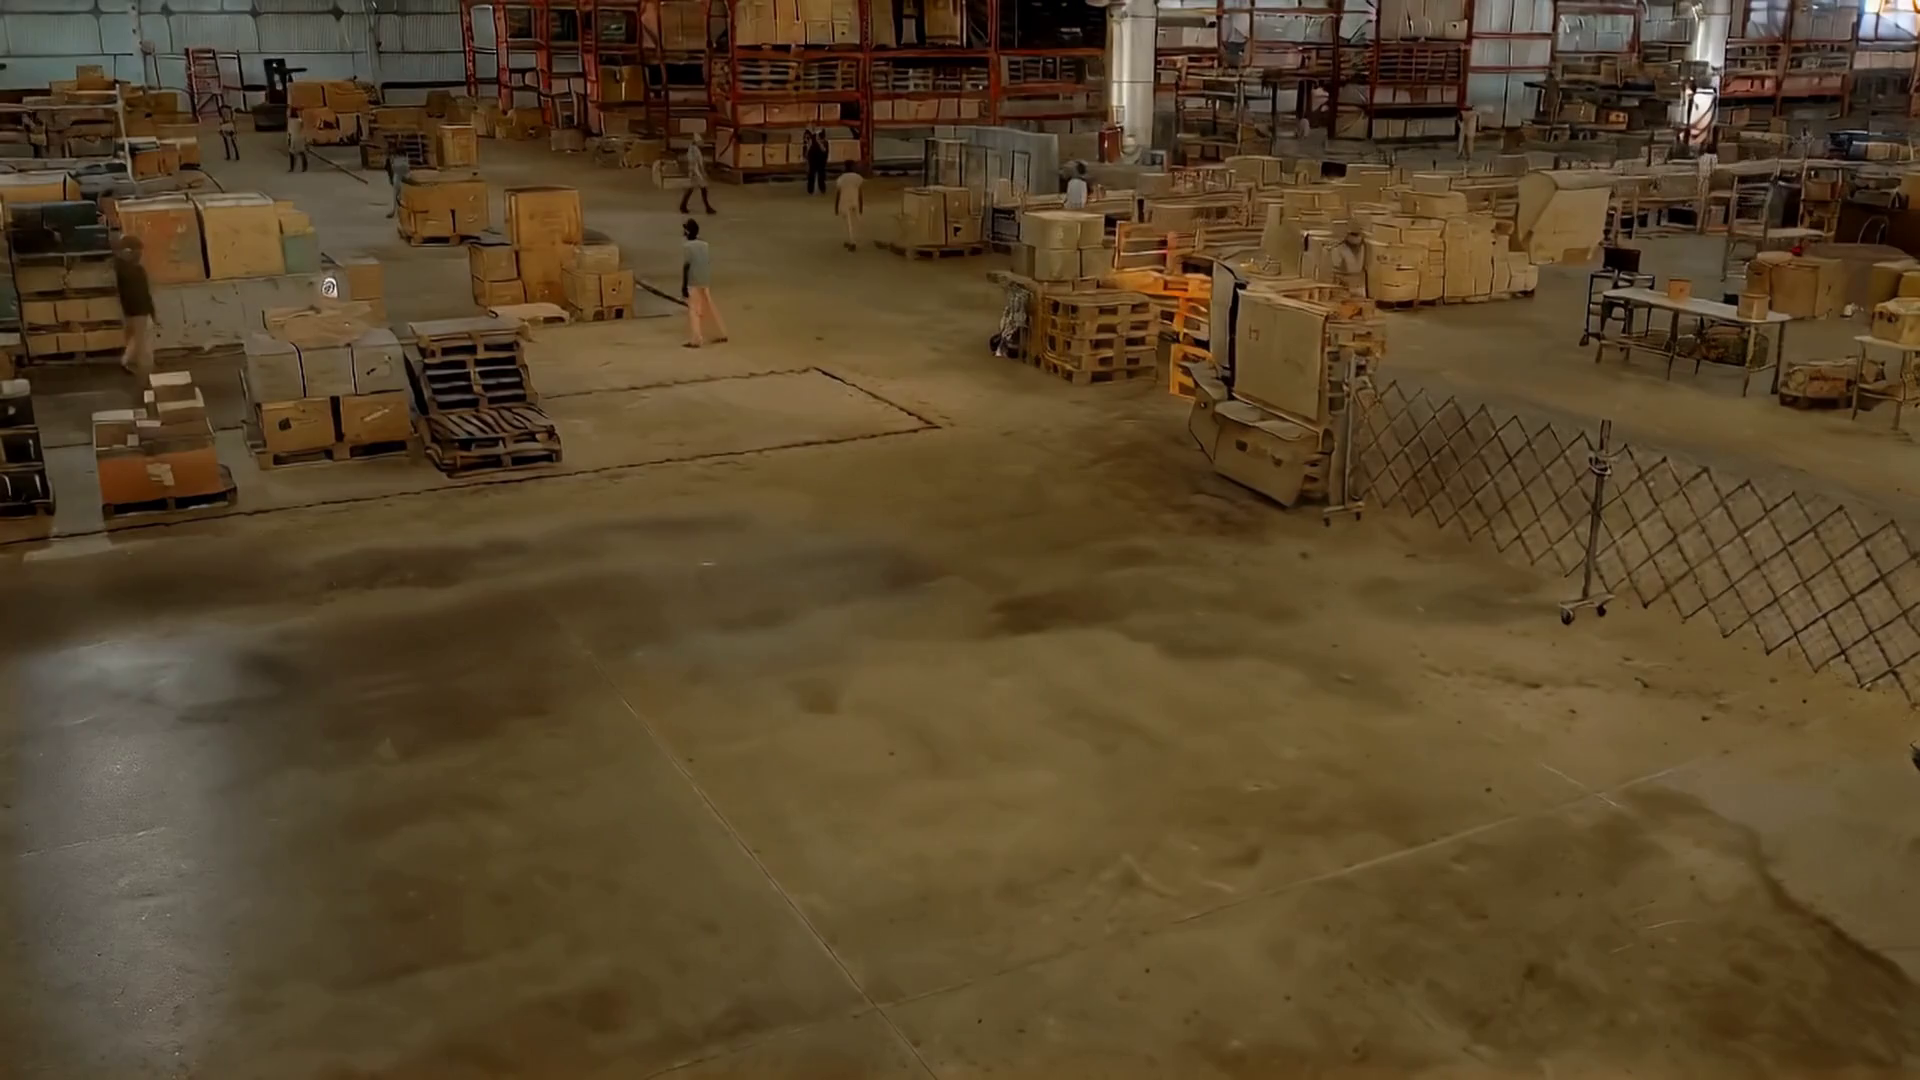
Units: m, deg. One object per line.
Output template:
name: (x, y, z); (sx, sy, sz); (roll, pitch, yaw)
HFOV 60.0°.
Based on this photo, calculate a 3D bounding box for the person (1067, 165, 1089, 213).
person: (2.405, -6.451, 32.676); (0.776, 1.799, 0.632); (-10, 20, -28)

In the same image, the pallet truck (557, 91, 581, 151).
pallet truck: (-13.495, -14.412, 57.188); (0.823, 1.965, 1.885); (-3, 18, -9)

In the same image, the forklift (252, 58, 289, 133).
forklift: (-26.855, -17.520, 65.455); (1.129, 2.768, 1.873); (10, 20, 28)

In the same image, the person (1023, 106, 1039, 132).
person: (2.273, -13.092, 53.556); (0.535, 1.697, 0.322); (7, 19, 20)

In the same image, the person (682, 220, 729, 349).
person: (-3.705, -3.670, 23.941); (0.528, 1.849, 0.716); (13, 22, 36)

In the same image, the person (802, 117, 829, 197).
person: (-3.737, -9.924, 43.128); (0.683, 2.000, 0.538); (1, 18, 2)

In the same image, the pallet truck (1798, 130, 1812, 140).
pallet truck: (25.526, -11.556, 49.408); (1.630, 1.274, 0.653); (-9, 20, -26)

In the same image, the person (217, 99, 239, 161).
person: (-23.485, -13.149, 53.344); (0.542, 1.939, 0.361); (-11, 21, -31)

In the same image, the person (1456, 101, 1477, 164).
person: (15.932, -12.831, 52.352); (0.627, 1.941, 0.370); (7, 19, 21)

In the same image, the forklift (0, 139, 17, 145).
forklift: (-34.811, -15.426, 58.927); (1.873, 2.768, 1.129); (-13, 22, -35)

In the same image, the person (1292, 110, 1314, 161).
person: (11.003, -12.883, 53.061); (0.748, 1.595, 0.516); (13, 22, 35)

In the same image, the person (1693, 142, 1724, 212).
person: (18.046, -8.712, 39.942); (0.817, 1.657, 0.557); (-7, 19, -20)

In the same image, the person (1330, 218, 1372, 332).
person: (5.424, -3.544, 23.340); (0.635, 1.997, 0.998); (-4, 18, -14)

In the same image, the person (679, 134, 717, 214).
person: (-6.313, -8.703, 39.572); (0.950, 1.892, 0.532); (8, 20, 24)

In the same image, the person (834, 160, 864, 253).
person: (-2.271, -6.725, 33.505); (0.540, 1.817, 0.973); (-8, 19, -23)

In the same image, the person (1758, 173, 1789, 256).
person: (15.572, -6.120, 31.751); (0.658, 1.746, 0.527); (-11, 21, -30)

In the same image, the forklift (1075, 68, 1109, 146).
forklift: (4.826, -14.215, 55.150); (1.873, 2.768, 1.129); (-9, 20, -26)

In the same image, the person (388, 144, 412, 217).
person: (-13.258, -8.484, 39.240); (0.321, 1.670, 0.750); (15, 23, 39)

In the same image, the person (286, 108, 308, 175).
person: (-19.547, -11.720, 48.891); (0.623, 1.924, 0.904); (2, 18, 6)

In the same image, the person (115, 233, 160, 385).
person: (-10.671, -2.979, 21.565); (0.647, 1.981, 0.514); (13, 22, 36)

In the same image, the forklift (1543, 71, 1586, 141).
forklift: (18.685, -13.231, 52.085); (1.873, 2.768, 1.129); (-9, 20, -26)

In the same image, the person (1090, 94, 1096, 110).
person: (5.681, -17.884, 68.244); (0.658, 1.854, 0.975); (-7, 19, -21)

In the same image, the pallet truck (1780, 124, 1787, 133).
pallet truck: (25.206, -12.542, 52.601); (1.601, 1.201, 0.680); (0, 18, -2)

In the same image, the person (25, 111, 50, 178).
person: (-26.595, -11.425, 48.022); (0.604, 1.906, 0.626); (-7, 19, -22)
